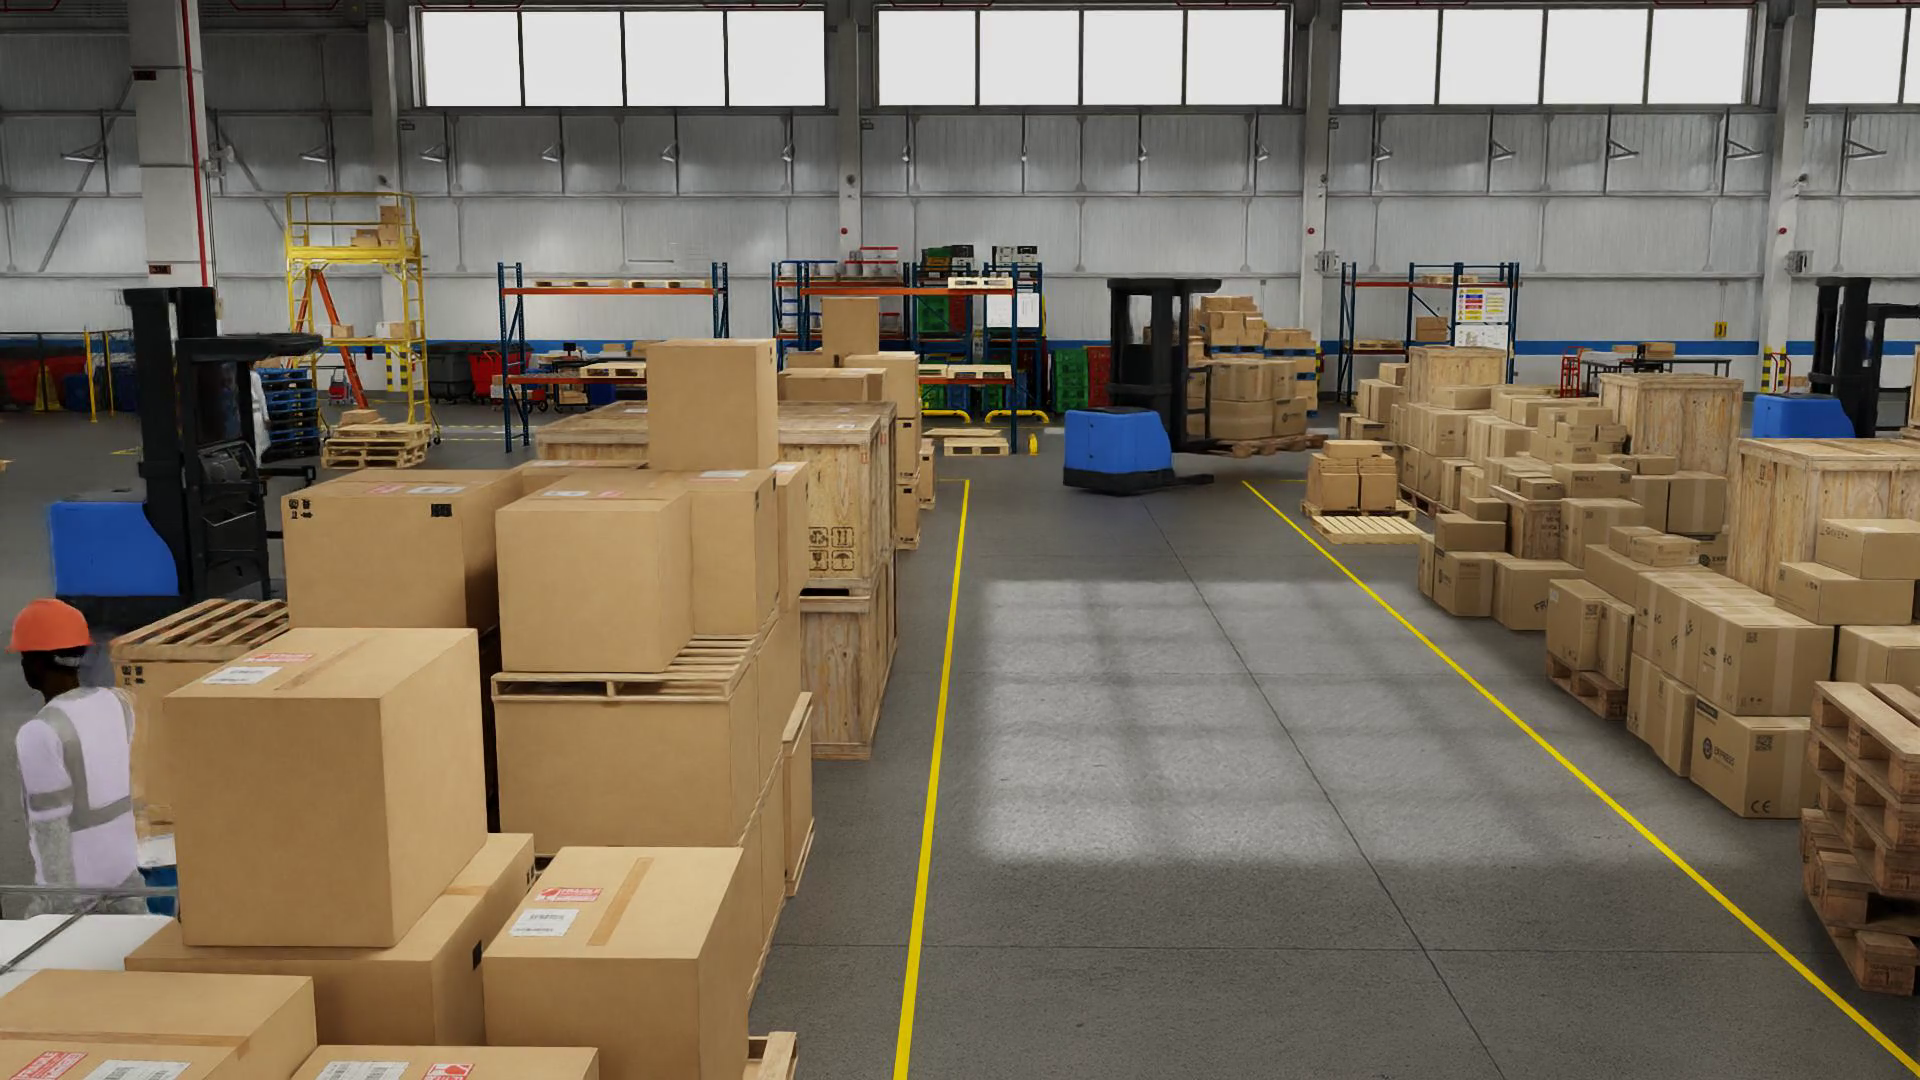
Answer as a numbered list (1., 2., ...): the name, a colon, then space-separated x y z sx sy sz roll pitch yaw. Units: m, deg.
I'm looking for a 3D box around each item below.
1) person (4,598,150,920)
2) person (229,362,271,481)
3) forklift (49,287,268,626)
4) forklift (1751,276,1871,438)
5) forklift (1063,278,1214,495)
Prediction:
1. person: -3.058 1.140 5.843 0.941 1.893 0.560 1 10 8
2. person: -9.716 -1.689 22.760 0.602 1.868 0.587 5 11 30
3. forklift: -6.507 -0.716 13.926 1.873 2.768 1.129 0 9 1
4. forklift: 12.715 -2.430 24.189 1.873 2.768 1.129 0 9 1
5. forklift: 2.377 -2.095 22.183 1.873 2.768 1.129 -8 12 -40
